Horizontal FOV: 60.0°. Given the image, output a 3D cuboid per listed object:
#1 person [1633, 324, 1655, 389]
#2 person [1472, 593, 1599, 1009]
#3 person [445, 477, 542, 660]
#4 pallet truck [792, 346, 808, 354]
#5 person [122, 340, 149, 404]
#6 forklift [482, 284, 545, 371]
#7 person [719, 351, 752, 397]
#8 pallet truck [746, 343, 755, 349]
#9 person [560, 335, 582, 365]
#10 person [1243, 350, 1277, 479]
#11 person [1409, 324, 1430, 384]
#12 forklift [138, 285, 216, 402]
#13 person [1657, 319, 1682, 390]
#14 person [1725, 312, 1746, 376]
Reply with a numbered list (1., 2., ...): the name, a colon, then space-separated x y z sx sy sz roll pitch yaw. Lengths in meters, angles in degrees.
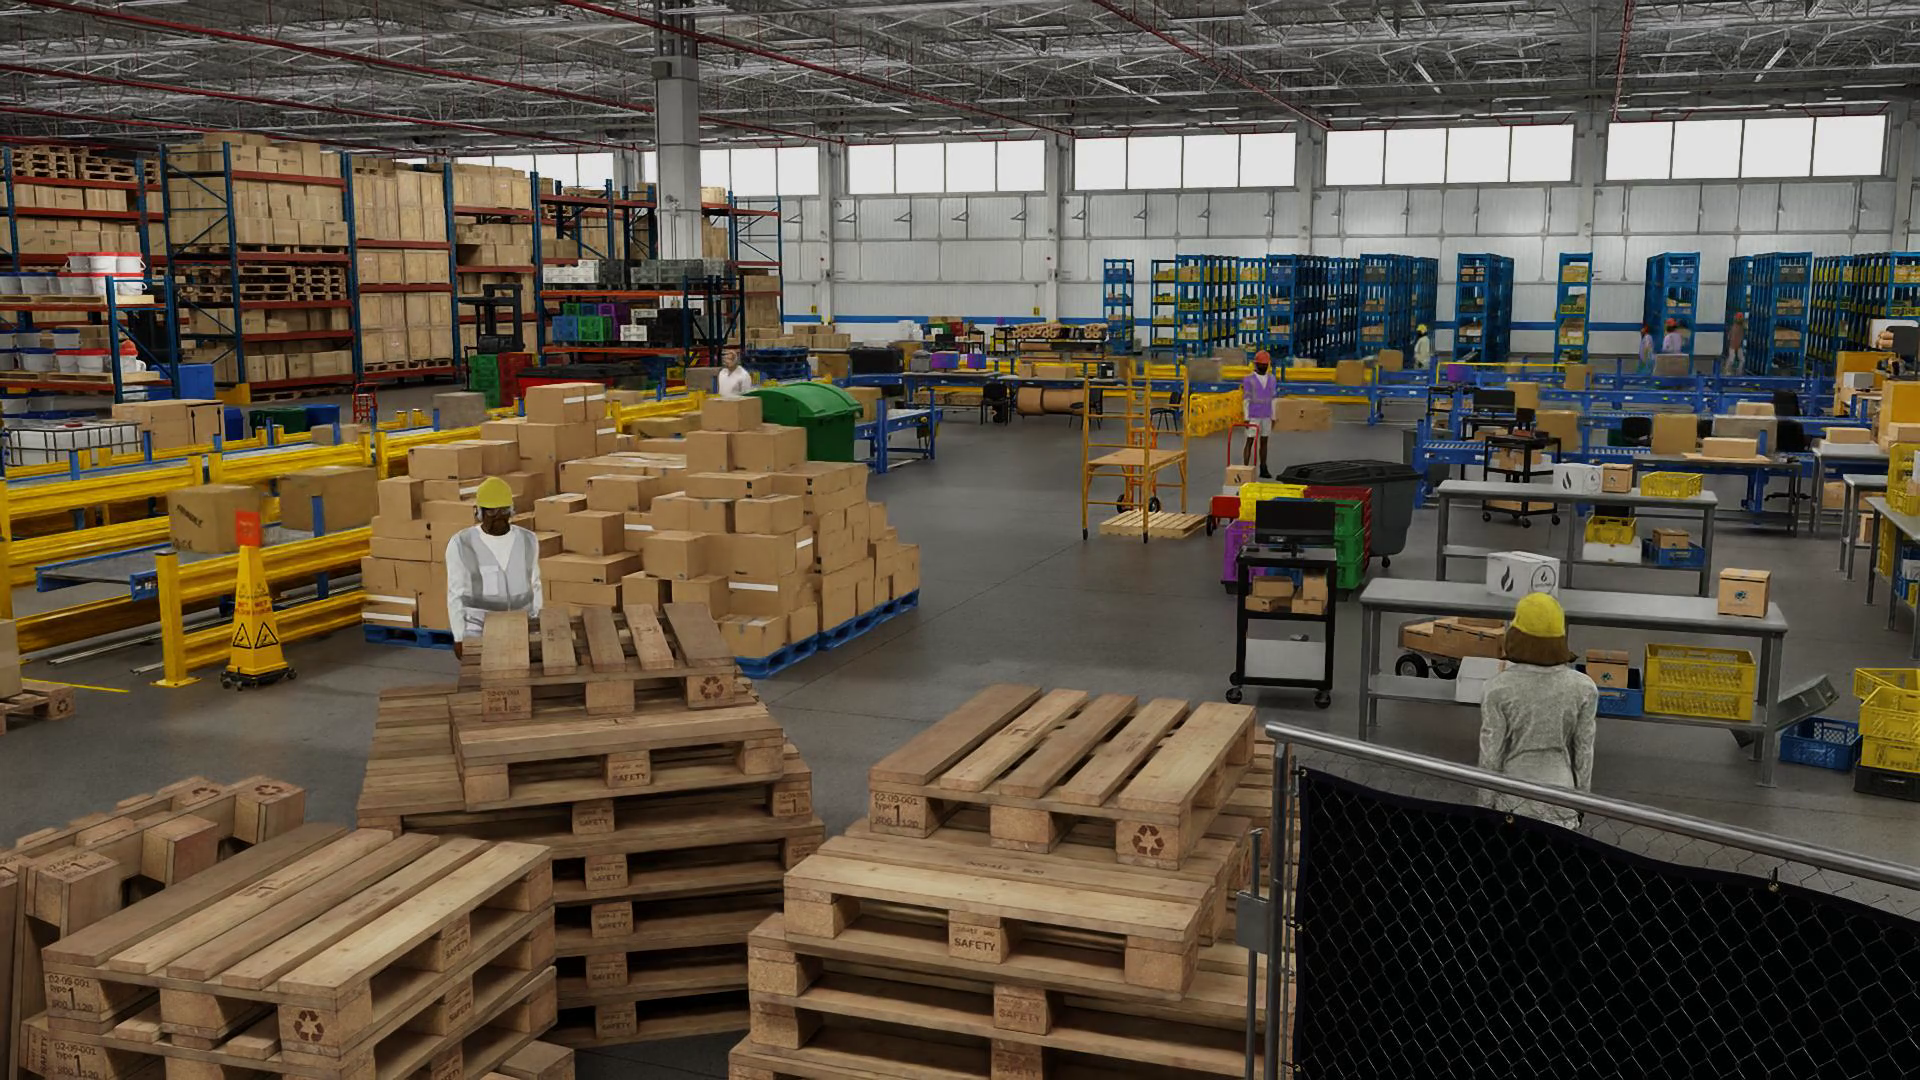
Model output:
1. person: 16.951 -4.448 41.280 0.531 1.831 0.594 3 9 16
2. person: 2.365 1.077 6.881 0.486 1.746 0.290 0 9 -3
3. person: -2.785 0.530 10.035 0.586 1.835 0.404 -6 11 -35
4. pallet truck: -3.705 -4.298 42.022 0.653 1.274 1.630 3 10 20
5. person: -14.085 -2.432 28.313 0.373 1.934 0.551 9 13 44
6. forklift: -10.832 -4.702 39.610 1.129 2.768 1.873 3 10 20
7. person: -3.546 -1.964 25.601 0.673 1.855 0.960 6 11 33
8. pallet truck: -6.183 -4.618 44.264 1.601 1.201 0.680 -9 12 -43
9. person: -10.101 -4.815 43.407 0.679 1.888 0.537 6 11 34
10. person: 4.469 -1.856 24.738 0.547 1.928 0.408 -3 10 -18
11. person: 11.817 -4.622 42.551 0.915 1.788 0.607 0 9 3
12. forklift: -17.480 -4.200 36.461 1.873 2.768 1.129 3 10 19
13. person: 17.019 -4.323 40.018 0.630 1.984 1.031 -7 12 -39
14. person: 22.330 -5.525 47.609 0.659 1.968 0.774 -9 13 -44
